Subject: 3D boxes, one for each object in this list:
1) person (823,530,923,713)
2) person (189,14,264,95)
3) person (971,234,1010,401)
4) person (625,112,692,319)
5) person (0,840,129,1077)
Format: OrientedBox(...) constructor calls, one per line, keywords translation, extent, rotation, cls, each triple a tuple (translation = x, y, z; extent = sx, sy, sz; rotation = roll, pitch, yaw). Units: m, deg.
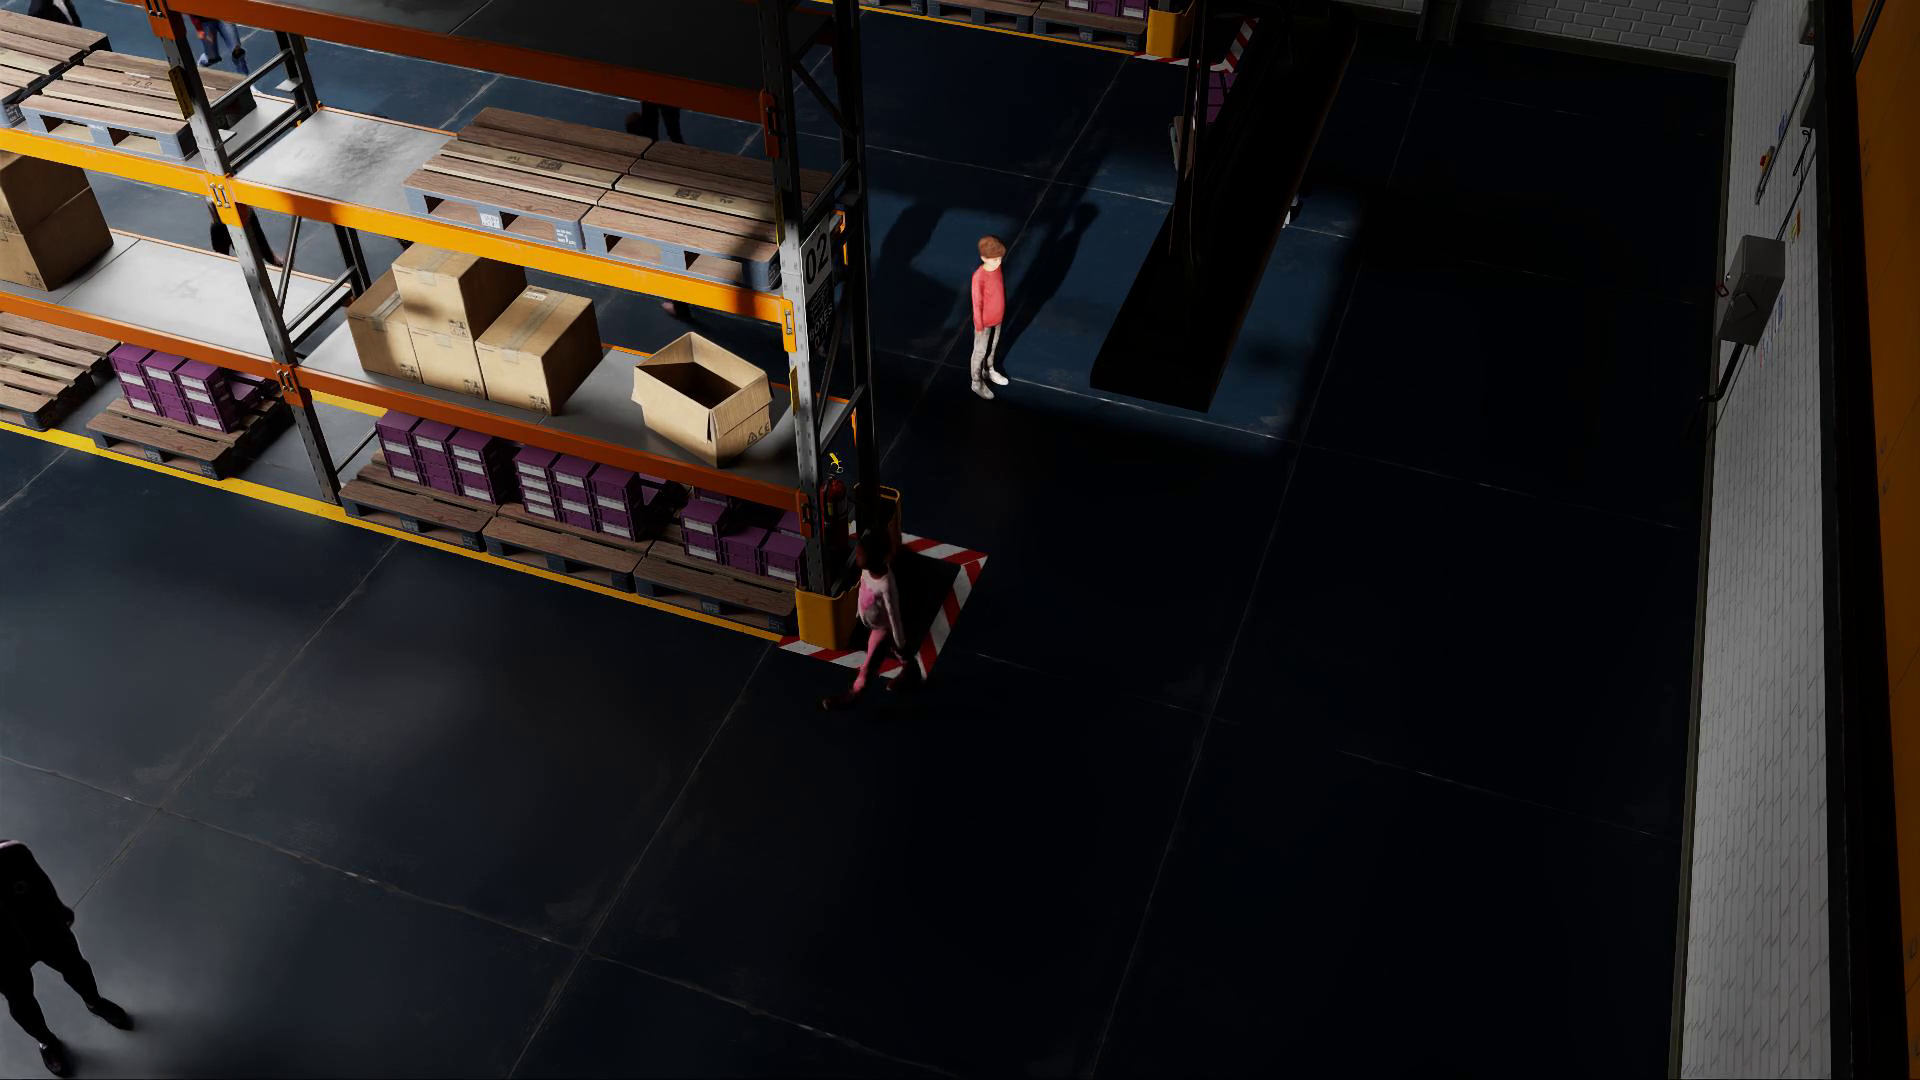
OrientedBox(translation=(-0.437, 0.479, 10.656), extent=(1.002, 1.416, 0.946), rotation=(-20, 47, -20), cls="person")
OrientedBox(translation=(-7.411, -5.126, 16.397), extent=(1.073, 1.611, 0.816), rotation=(28, 50, 26), cls="person")
OrientedBox(translation=(0.215, -1.769, 13.015), extent=(0.537, 1.417, 0.562), rotation=(25, 49, 24), cls="person")
OrientedBox(translation=(-2.437, -2.606, 13.598), extent=(1.106, 1.823, 0.867), rotation=(25, 49, 24), cls="person")
OrientedBox(translation=(-4.906, 2.074, 8.677), extent=(0.710, 1.836, 0.751), rotation=(31, 52, 28), cls="person")
